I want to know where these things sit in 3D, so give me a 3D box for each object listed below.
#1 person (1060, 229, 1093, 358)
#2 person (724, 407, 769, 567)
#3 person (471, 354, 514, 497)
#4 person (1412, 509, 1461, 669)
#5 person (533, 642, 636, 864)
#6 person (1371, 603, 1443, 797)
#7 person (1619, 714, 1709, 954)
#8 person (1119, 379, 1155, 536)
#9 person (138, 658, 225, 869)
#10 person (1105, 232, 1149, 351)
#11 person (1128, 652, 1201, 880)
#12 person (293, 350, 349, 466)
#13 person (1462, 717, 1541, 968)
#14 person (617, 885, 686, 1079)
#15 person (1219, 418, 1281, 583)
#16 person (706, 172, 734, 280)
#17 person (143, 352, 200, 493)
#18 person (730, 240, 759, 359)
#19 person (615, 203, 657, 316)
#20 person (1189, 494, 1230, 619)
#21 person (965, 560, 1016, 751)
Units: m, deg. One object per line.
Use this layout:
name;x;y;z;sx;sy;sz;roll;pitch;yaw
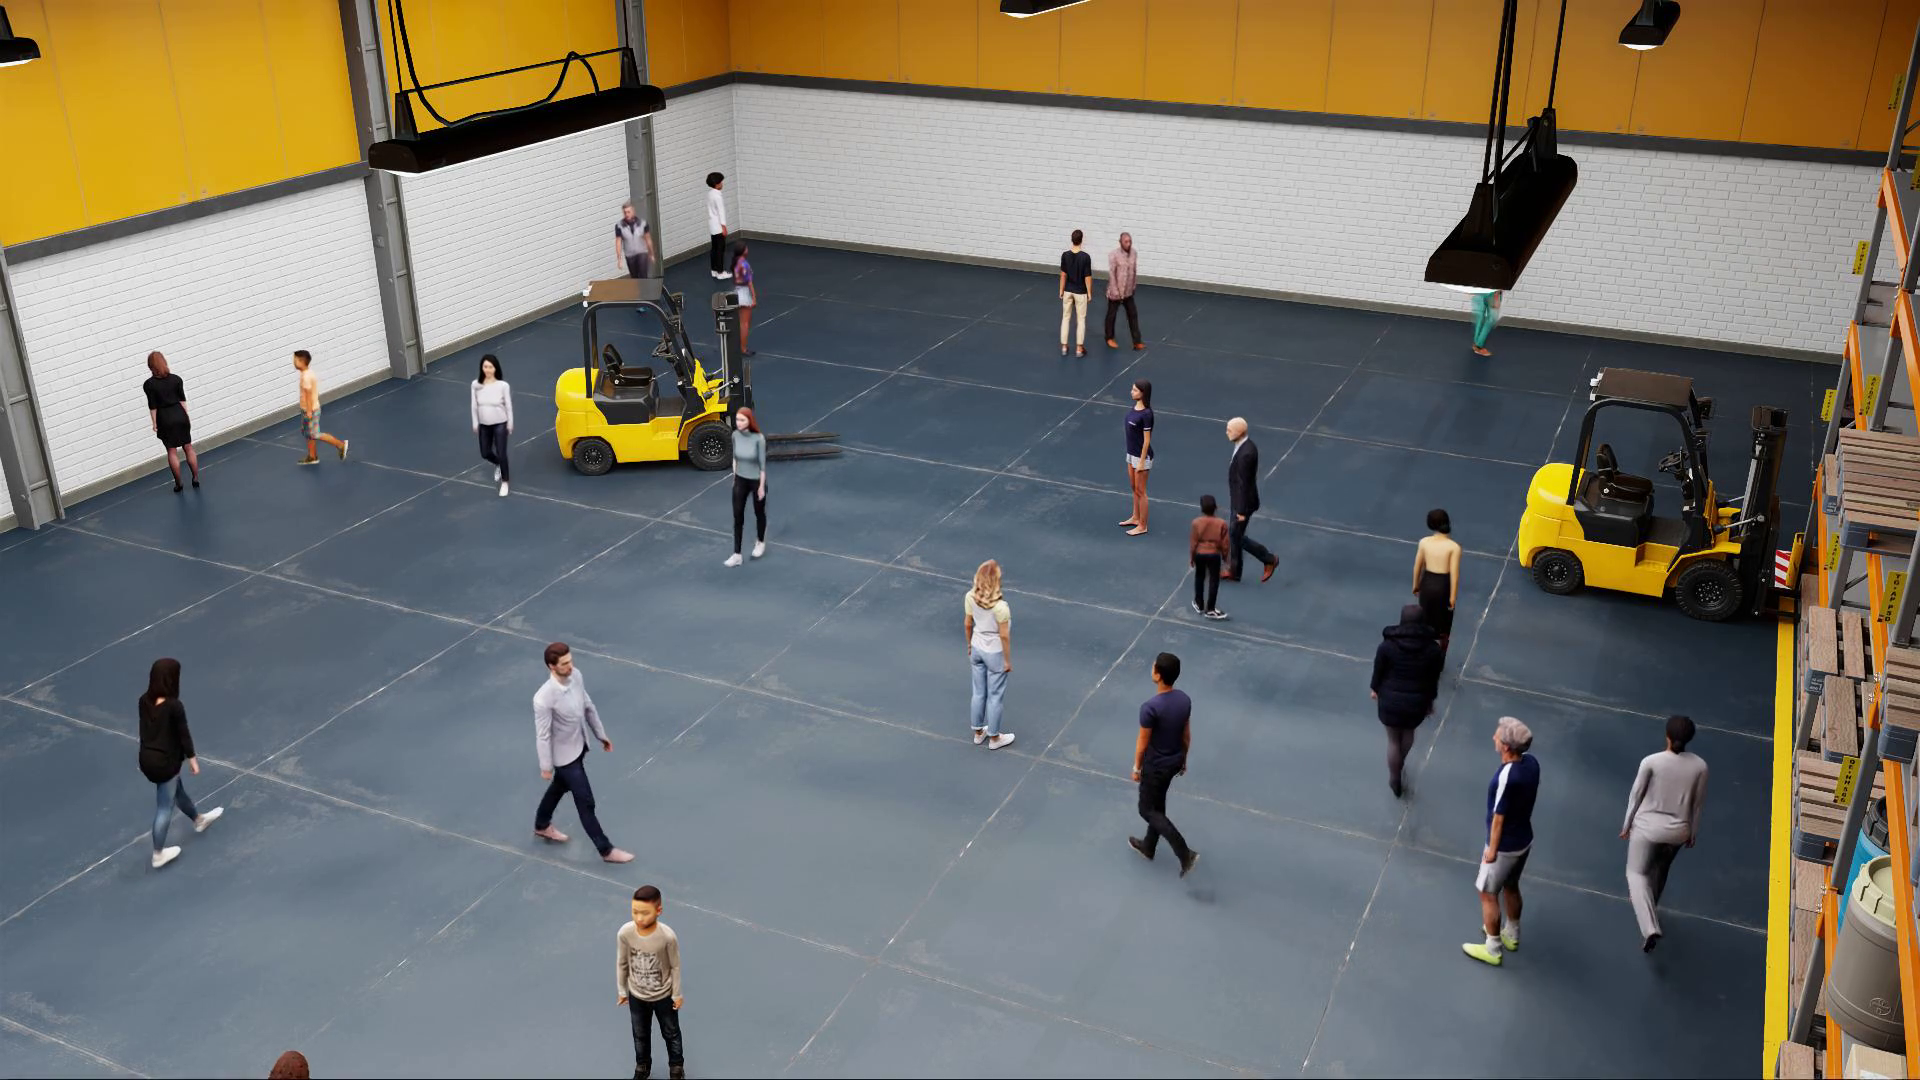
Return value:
person;1.695;-3.629;24.425;0.641;1.850;0.553;10;25;21
person;-2.178;-0.609;17.679;0.620;1.720;0.951;9;25;19
person;-5.437;-1.373;19.464;0.788;1.688;0.875;0;24;0
person;4.335;0.543;15.161;0.663;1.626;0.728;21;31;39
person;-3.033;1.579;12.567;0.841;1.804;1.151;8;25;17
person;3.579;1.310;13.370;0.835;1.655;0.966;2;24;5
person;4.899;2.063;11.581;0.891;1.707;1.115;1;24;3
person;1.985;-0.928;18.350;0.720;1.767;0.636;-5;24;-11
person;-6.065;1.705;12.531;0.596;1.603;0.934;10;26;22
person;2.344;-3.708;24.701;1.130;1.774;1.144;-12;26;-26
person;1.542;1.697;12.330;1.025;1.778;0.949;-19;30;-36
person;-7.860;-1.605;20.297;0.916;1.447;0.817;-11;26;-24
person;3.780;2.067;11.425;0.752;1.825;0.609;17;29;34
person;-1.896;2.771;10.266;0.619;1.464;0.607;2;24;4
person;2.990;-0.385;17.096;0.950;1.775;0.950;1;24;2
person;-4.168;-5.409;28.548;0.726;1.808;0.716;-14;27;-29
person;-9.219;-1.379;19.460;0.585;1.704;0.718;-19;30;-36
person;-3.241;-3.502;24.281;0.731;1.732;0.701;-16;29;-33
person;-5.152;-4.507;26.556;1.172;1.751;1.350;-5;24;-11
person;2.471;0.159;16.515;0.633;1.244;0.646;9;25;19
person;0.244;0.966;14.071;0.672;1.723;0.626;18;29;35
